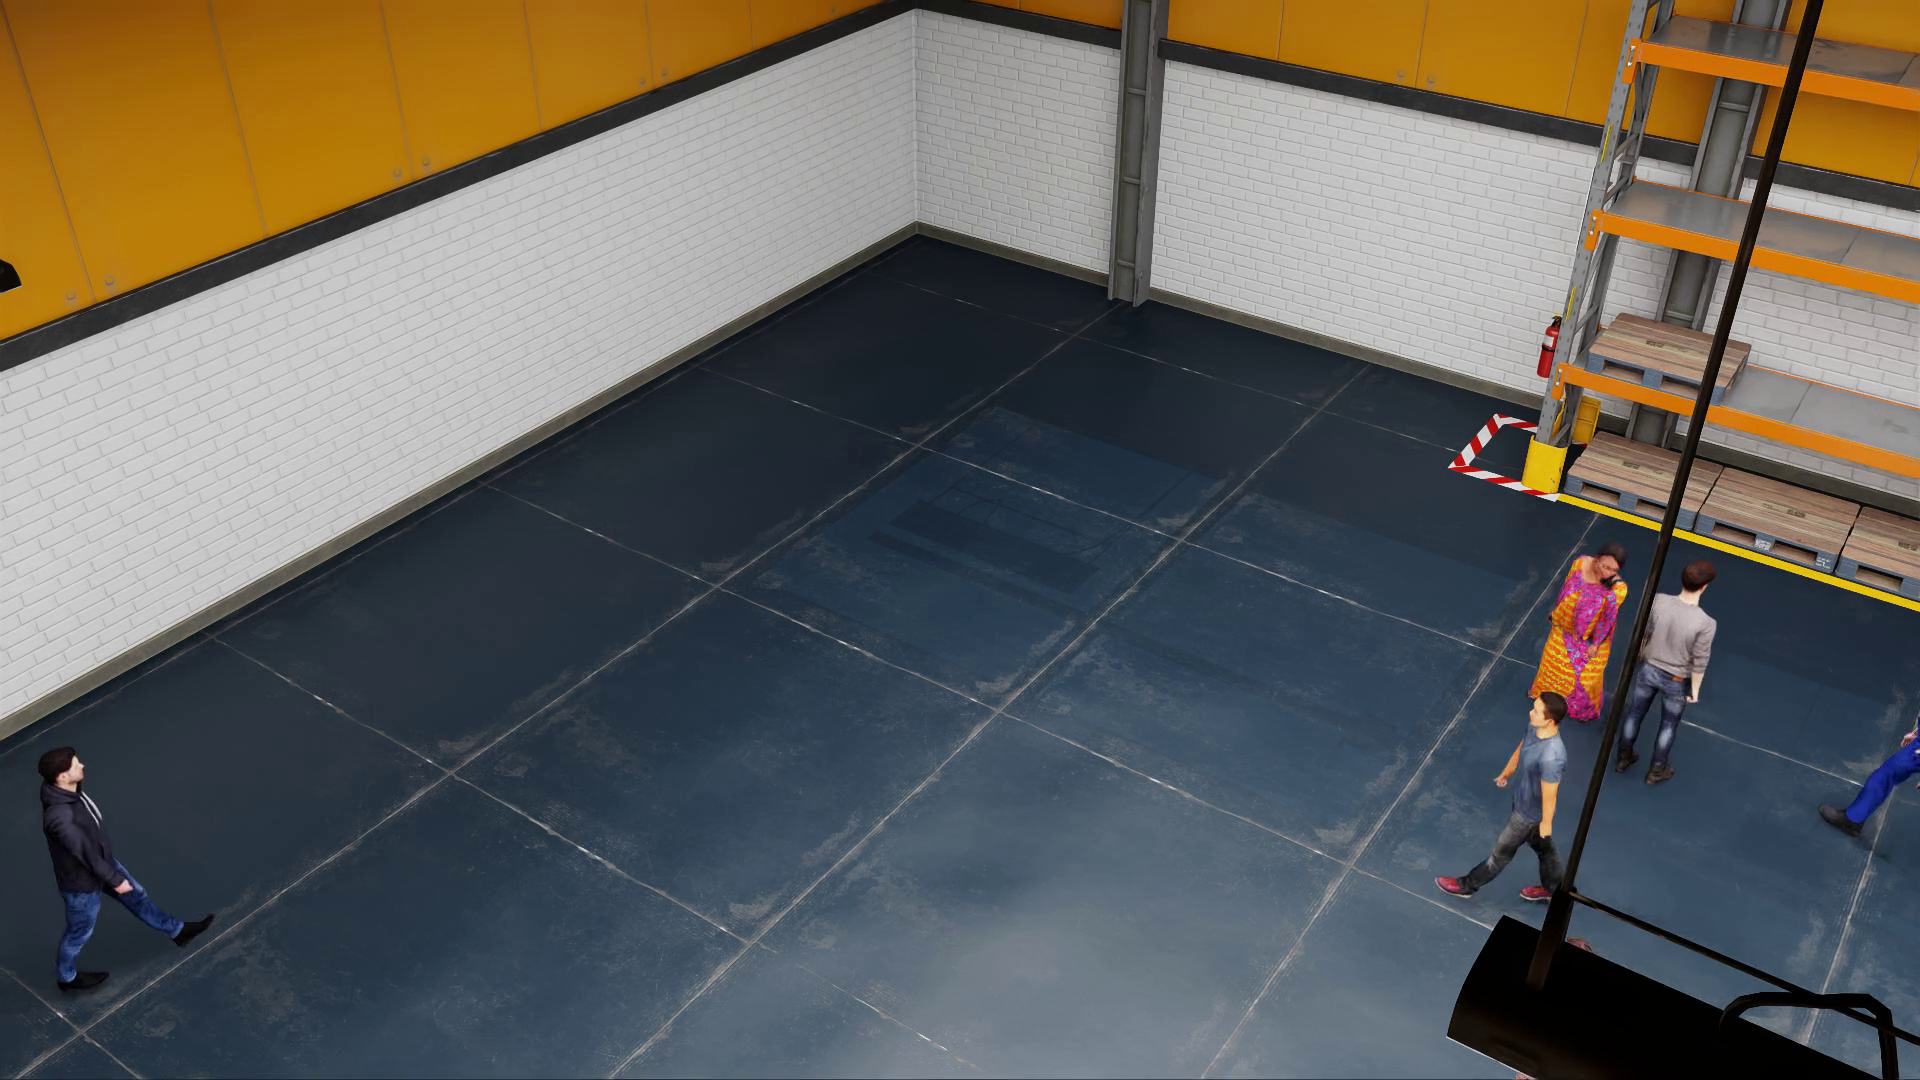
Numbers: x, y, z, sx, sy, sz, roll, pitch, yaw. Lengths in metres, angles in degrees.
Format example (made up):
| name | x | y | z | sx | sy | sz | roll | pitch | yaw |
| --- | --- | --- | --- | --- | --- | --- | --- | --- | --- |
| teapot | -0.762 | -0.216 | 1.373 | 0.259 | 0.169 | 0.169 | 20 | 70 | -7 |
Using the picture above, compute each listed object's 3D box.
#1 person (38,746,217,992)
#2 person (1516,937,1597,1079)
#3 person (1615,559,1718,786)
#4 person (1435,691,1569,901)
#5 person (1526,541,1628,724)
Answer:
| name | x | y | z | sx | sy | sz | roll | pitch | yaw |
| --- | --- | --- | --- | --- | --- | --- | --- | --- | --- |
| person | -5.570 | 2.139 | 10.417 | 1.168 | 1.818 | 1.258 | -13 | 36 | -19 |
| person | 3.277 | 2.978 | 9.041 | 1.006 | 1.945 | 1.090 | -8 | 34 | -12 |
| person | 5.095 | 0.972 | 12.099 | 0.824 | 1.901 | 0.649 | -27 | 42 | -34 |
| person | 3.893 | 1.761 | 11.029 | 1.221 | 1.771 | 0.990 | 5 | 34 | 7 |
| person | 4.813 | 0.673 | 12.776 | 0.928 | 1.649 | 0.820 | -7 | 34 | -11 |
